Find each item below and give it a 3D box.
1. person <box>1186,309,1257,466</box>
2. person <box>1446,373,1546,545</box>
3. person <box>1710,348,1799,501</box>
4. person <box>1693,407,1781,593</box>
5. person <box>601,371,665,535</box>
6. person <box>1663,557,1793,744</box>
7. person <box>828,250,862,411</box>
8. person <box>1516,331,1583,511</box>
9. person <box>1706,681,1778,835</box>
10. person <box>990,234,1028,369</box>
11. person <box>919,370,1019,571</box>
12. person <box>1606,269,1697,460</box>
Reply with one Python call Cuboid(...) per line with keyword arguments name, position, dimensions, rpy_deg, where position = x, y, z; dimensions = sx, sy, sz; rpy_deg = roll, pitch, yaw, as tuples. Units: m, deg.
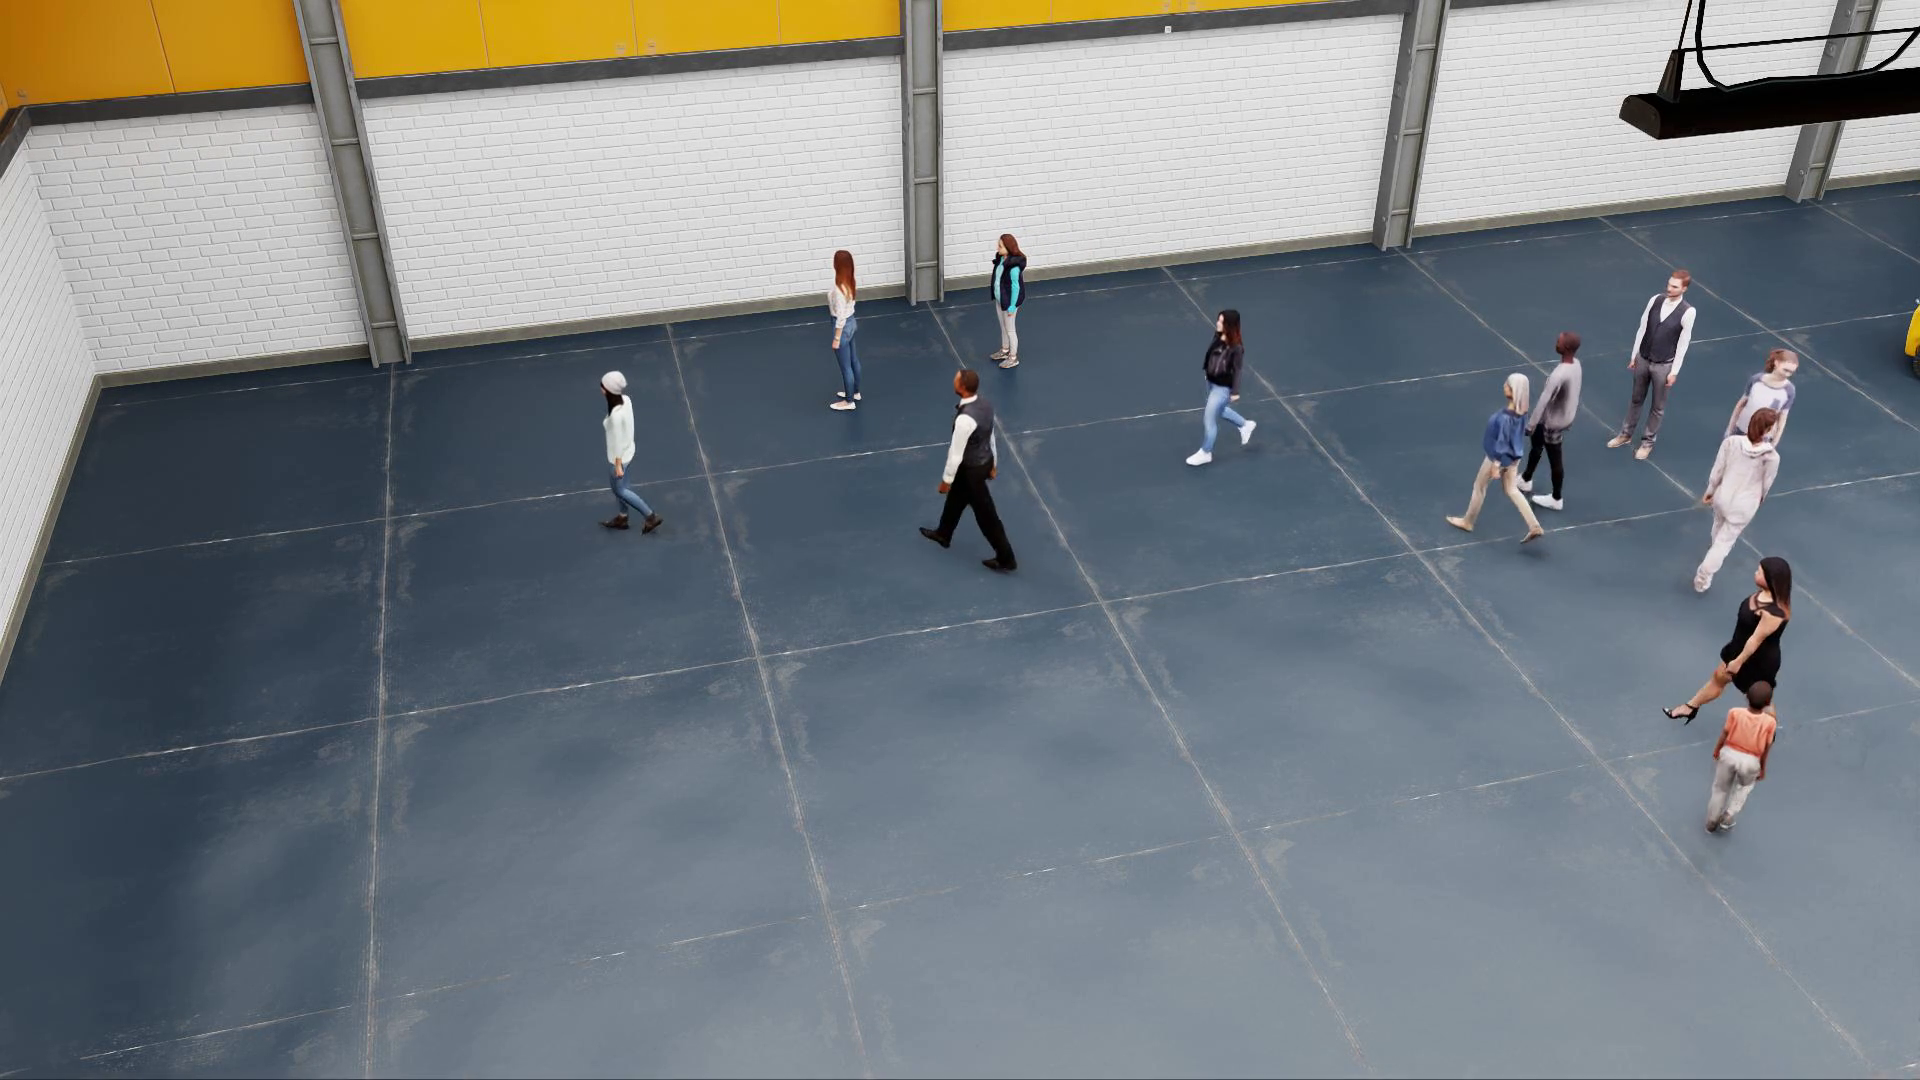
Cuboid(name="person", position=(2.568, -1.491, 16.000), dimensions=(0.971, 1.611, 0.635), rpy_deg=(-10, 35, -14))
Cuboid(name="person", position=(4.894, -0.689, 14.741), dimensions=(1.059, 1.669, 1.137), rpy_deg=(27, 42, 34))
Cuboid(name="person", position=(7.216, -0.979, 15.115), dimensions=(0.830, 1.739, 0.806), rpy_deg=(-21, 39, -28))
Cuboid(name="person", position=(6.576, -0.296, 14.179), dimensions=(1.182, 1.636, 0.947), rpy_deg=(-28, 43, -35))
Cuboid(name="person", position=(-2.984, -0.770, 14.887), dimensions=(0.901, 1.643, 0.728), rpy_deg=(1, 34, 2))
Cuboid(name="person", position=(5.983, 0.909, 12.334), dimensions=(1.147, 1.672, 1.031), rpy_deg=(12, 36, 18))
Cuboid(name="person", position=(-1.164, -2.142, 16.874), dimensions=(0.660, 1.728, 0.652), rpy_deg=(8, 34, 12))
Cuboid(name="person", position=(5.549, -1.051, 15.211), dimensions=(0.970, 1.752, 0.925), rpy_deg=(19, 38, 26))
Cuboid(name="person", position=(5.470, 1.567, 11.682), dimensions=(0.598, 1.299, 0.655), rpy_deg=(19, 38, 26))
Cuboid(name="person", position=(0.504, -2.562, 17.713), dimensions=(0.621, 1.499, 0.613), rpy_deg=(-14, 36, -20))
Cuboid(name="person", position=(0.197, -0.559, 14.361), dimensions=(1.341, 1.873, 1.194), rpy_deg=(13, 36, 19))
Cuboid(name="person", position=(6.737, -1.732, 16.062), dimensions=(0.714, 1.944, 0.737), rpy_deg=(-24, 40, -31))
